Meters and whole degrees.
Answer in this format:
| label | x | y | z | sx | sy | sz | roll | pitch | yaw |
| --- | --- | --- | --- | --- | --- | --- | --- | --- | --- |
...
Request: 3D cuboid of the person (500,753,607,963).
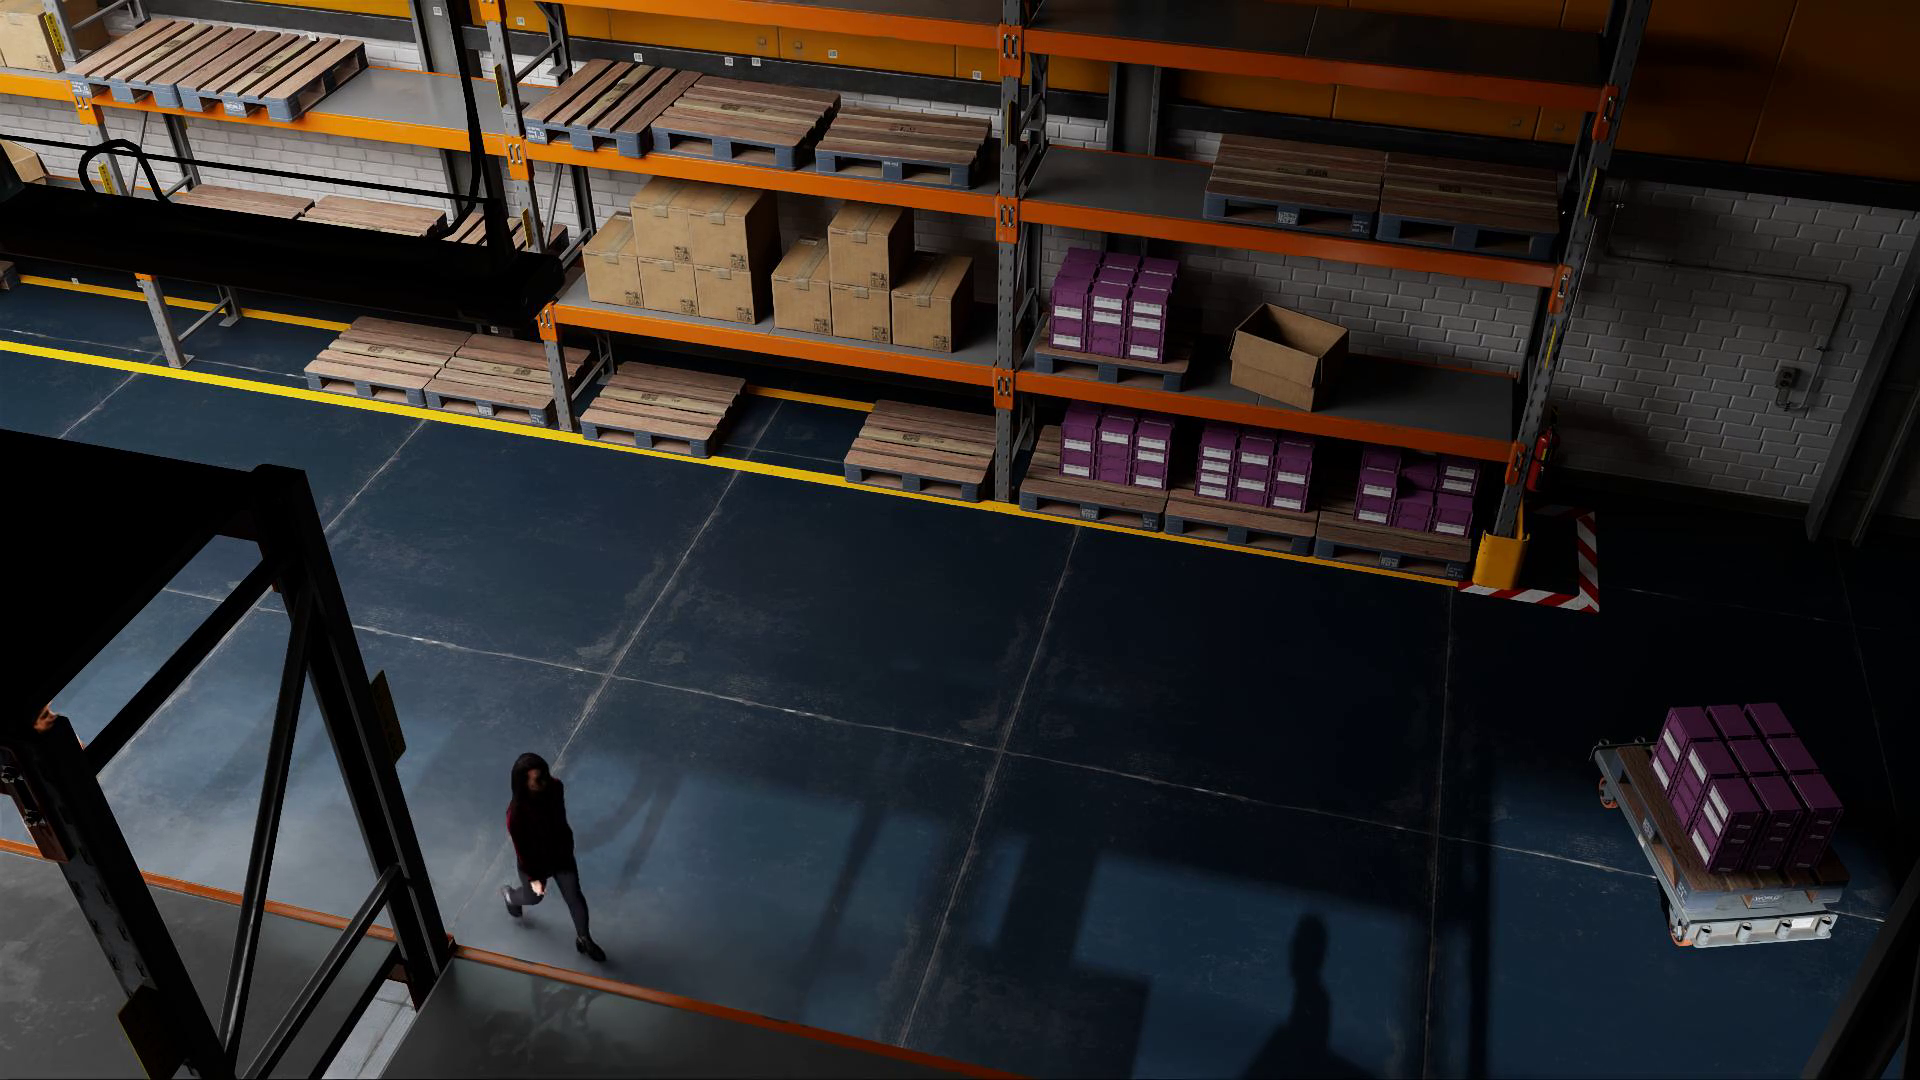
| label | x | y | z | sx | sy | sz | roll | pitch | yaw |
| --- | --- | --- | --- | --- | --- | --- | --- | --- | --- |
| person | -2.553 | 1.878 | 9.947 | 1.112 | 1.625 | 0.836 | 25 | 45 | 28 |
